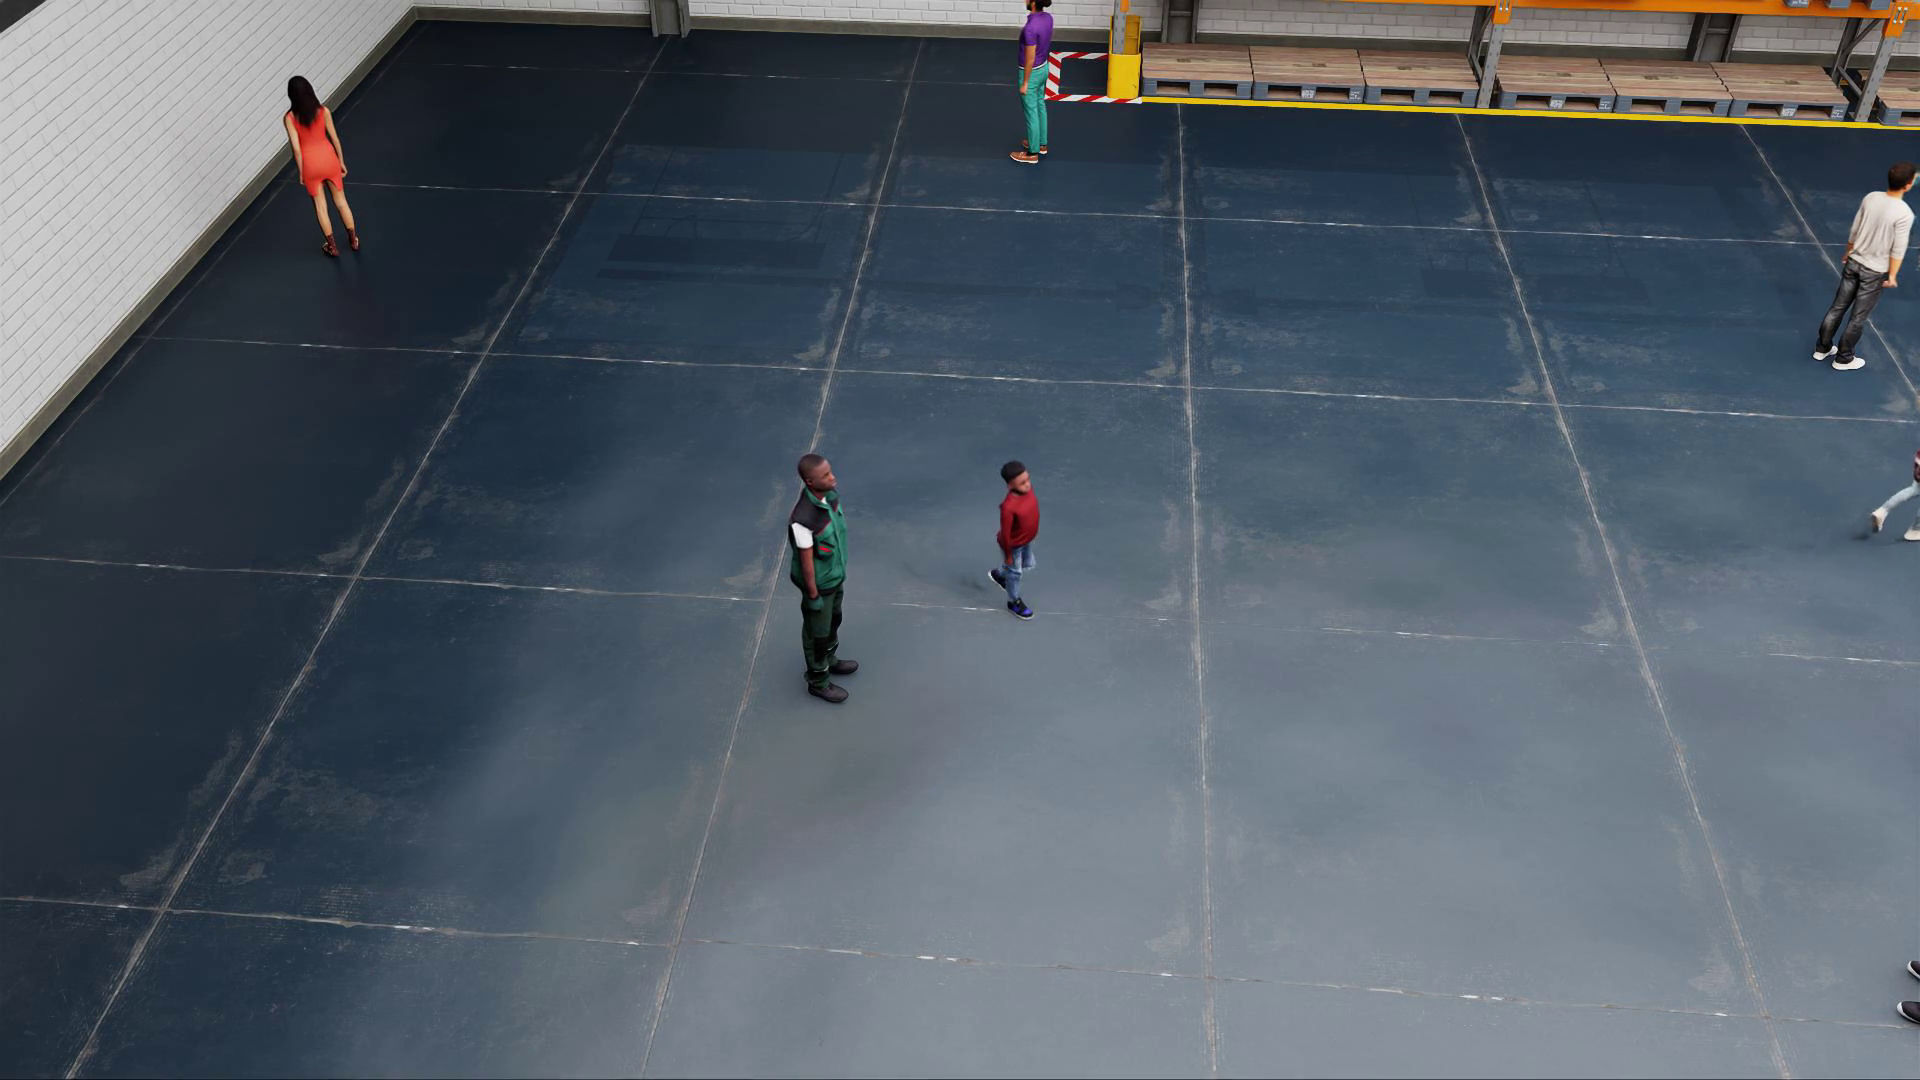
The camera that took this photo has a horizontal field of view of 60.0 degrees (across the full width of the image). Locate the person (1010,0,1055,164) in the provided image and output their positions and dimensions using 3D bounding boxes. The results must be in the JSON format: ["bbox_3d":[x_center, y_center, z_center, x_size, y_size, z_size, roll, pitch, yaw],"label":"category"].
[{"bbox_3d":[0.752,-4.674,16.685,0.690,1.768,0.698,16,41,19],"label":"person"}]

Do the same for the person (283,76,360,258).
[{"bbox_3d":[-5.826,-3.397,15.126,0.645,1.719,0.725,-23,44,-26],"label":"person"}]

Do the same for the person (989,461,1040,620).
[{"bbox_3d":[0.339,-0.035,11.296,0.727,1.245,0.643,21,43,24],"label":"person"}]

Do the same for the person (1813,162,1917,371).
[{"bbox_3d":[7.424,-2.242,13.606,0.732,1.811,0.740,-15,41,-18],"label":"person"}]

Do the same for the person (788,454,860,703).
[{"bbox_3d":[-0.887,0.217,10.504,0.635,1.840,0.705,7,39,9],"label":"person"}]
